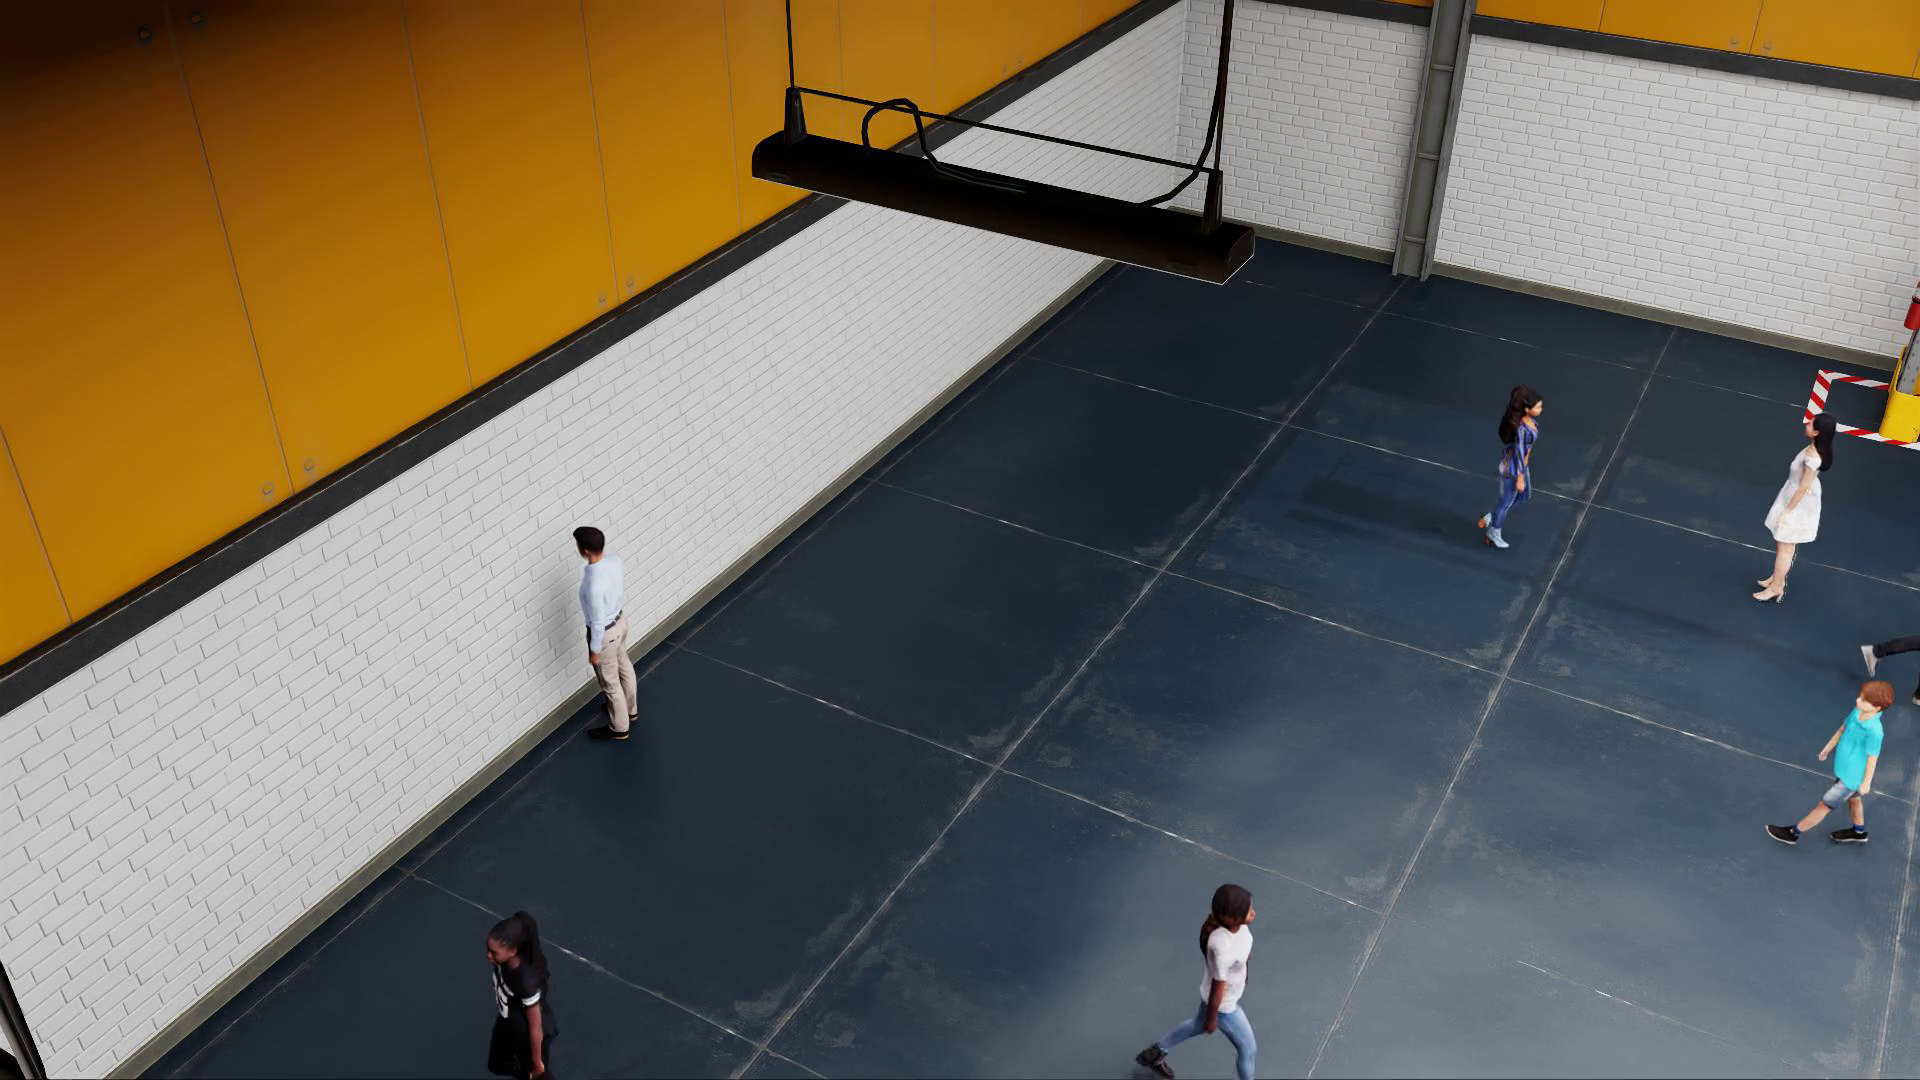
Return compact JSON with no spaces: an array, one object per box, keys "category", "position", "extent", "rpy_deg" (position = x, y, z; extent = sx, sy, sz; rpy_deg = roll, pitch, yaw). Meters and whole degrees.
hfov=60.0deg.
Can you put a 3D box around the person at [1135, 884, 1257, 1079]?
[{"category":"person","position":[1.425,2.613,9.567],"extent":[1.170,1.683,0.788],"rpy_deg":[9,35,13]}]

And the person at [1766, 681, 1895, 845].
[{"category":"person","position":[6.183,1.569,11.385],"extent":[1.018,1.410,0.753],"rpy_deg":[5,34,8]}]

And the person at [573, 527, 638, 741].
[{"category":"person","position":[-2.622,0.682,12.326],"extent":[0.713,1.844,0.722],"rpy_deg":[6,34,9]}]

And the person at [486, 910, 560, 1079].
[{"category":"person","position":[-2.368,2.721,9.372],"extent":[0.799,1.719,0.698],"rpy_deg":[-23,40,-30]}]

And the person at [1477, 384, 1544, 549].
[{"category":"person","position":[4.752,-0.626,14.504],"extent":[0.629,1.610,0.638],"rpy_deg":[14,36,20]}]

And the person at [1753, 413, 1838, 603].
[{"category":"person","position":[6.949,-0.262,13.810],"extent":[0.658,1.774,0.666],"rpy_deg":[21,39,29]}]
